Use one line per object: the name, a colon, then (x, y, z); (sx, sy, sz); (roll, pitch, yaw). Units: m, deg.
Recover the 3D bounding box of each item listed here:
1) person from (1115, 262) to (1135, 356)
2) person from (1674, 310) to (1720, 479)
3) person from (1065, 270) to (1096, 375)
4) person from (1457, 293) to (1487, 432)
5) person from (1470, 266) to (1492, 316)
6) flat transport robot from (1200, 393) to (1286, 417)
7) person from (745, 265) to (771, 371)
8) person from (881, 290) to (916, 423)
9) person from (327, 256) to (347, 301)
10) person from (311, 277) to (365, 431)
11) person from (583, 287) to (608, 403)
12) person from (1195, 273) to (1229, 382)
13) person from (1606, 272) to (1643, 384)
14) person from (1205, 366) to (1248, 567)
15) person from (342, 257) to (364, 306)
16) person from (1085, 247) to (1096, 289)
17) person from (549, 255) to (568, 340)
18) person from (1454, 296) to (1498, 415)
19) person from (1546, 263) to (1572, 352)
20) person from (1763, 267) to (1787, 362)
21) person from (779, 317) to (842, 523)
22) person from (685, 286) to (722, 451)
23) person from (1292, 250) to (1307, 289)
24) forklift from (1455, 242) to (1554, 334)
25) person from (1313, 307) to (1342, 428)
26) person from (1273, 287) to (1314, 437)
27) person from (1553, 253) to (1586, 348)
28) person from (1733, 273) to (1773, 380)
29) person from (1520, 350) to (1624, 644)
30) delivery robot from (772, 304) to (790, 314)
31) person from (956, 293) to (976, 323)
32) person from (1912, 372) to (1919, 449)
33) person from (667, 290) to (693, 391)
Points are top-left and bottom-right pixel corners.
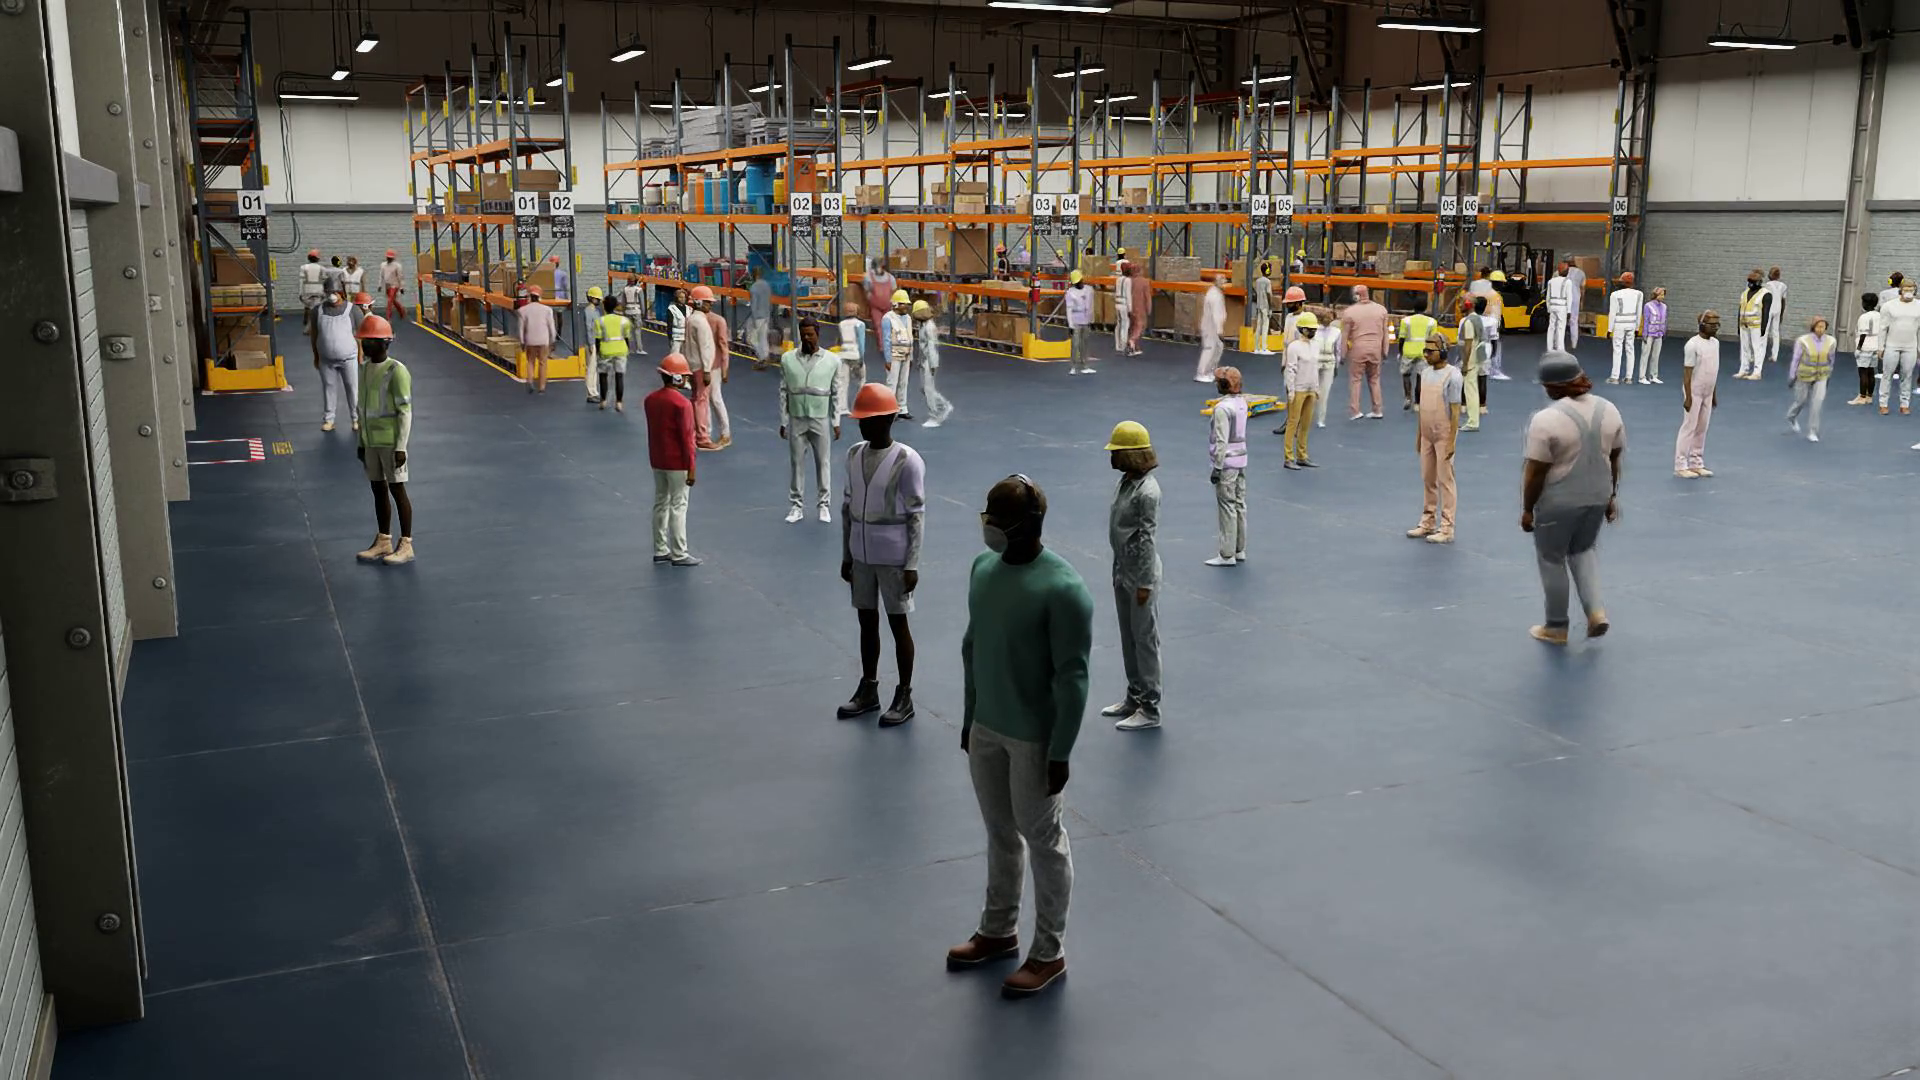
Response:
person: (3.336, -4.684, 33.739); (0.362, 1.883, 0.575); (-4, 12, -18)
person: (8.046, -1.580, 18.096); (0.501, 1.839, 0.341); (-7, 13, -32)
person: (2.206, -3.889, 29.749); (0.768, 1.876, 0.368); (-8, 14, -35)
person: (6.769, -2.352, 22.038); (0.403, 1.832, 0.580); (4, 12, 21)
person: (10.443, -4.603, 33.526); (0.536, 1.817, 0.686); (8, 14, 35)
flat transport robot: (4.081, -1.941, 23.909); (0.652, 0.197, 1.431); (8, 14, 35)
person: (-3.679, -4.030, 30.317); (0.436, 1.926, 0.631); (6, 13, 28)
person: (-0.842, -2.537, 22.982); (0.403, 1.825, 0.593); (8, 14, 34)
person: (-14.884, -5.857, 39.769); (0.510, 1.861, 0.328); (4, 12, 18)
person: (-8.250, -2.463, 22.051); (0.688, 2.000, 0.539); (-2, 11, -9)
person: (-5.568, -2.975, 25.371); (0.322, 1.761, 0.522); (1, 11, 3)
person: (4.300, -3.597, 28.282); (0.603, 1.858, 0.675); (2, 11, 10)
person: (11.218, -3.576, 28.107); (0.576, 1.882, 0.355); (-1, 11, -7)
person: (2.195, -0.601, 13.608); (0.312, 1.639, 0.520); (7, 13, 31)
person: (-14.847, -5.986, 40.597); (0.614, 1.795, 0.564); (-3, 11, -14)
person: (3.697, -7.276, 46.861); (0.396, 1.910, 0.585); (-5, 12, -23)
person: (-9.277, -5.557, 38.085); (0.579, 1.912, 0.750); (-4, 12, -20)
person: (7.417, -2.642, 23.846); (0.605, 1.691, 0.431); (4, 12, 21)
person: (11.994, -4.597, 33.292); (0.362, 1.886, 0.576); (-6, 13, -29)
person: (15.729, -4.365, 32.250); (0.501, 1.838, 0.341); (0, 11, -2)
person: (-1.396, -1.120, 15.533); (0.587, 1.920, 0.390); (1, 11, 3)
person: (-3.145, -2.087, 20.264); (0.391, 1.991, 0.612); (-5, 12, -22)
person: (9.724, -7.393, 47.677); (0.408, 1.824, 0.585); (-1, 11, -5)
forklift: (13.047, -6.049, 39.881); (2.313, 2.155, 1.214); (-5, 12, -23)
person: (4.858, -2.344, 22.499); (0.554, 1.612, 0.613); (0, 11, -2)
person: (4.315, -2.293, 21.463); (0.376, 1.931, 0.542); (-5, 12, -22)
person: (12.996, -5.133, 35.617); (0.688, 2.000, 0.536); (2, 11, 8)
person: (13.758, -3.706, 28.901); (0.429, 1.838, 0.623); (-5, 12, -22)
person: (4.013, -0.292, 11.016); (0.720, 2.000, 0.592); (-4, 12, -18)
delivery robot: (-4.923, -6.466, 45.943); (0.477, 0.478, 0.707); (3, 12, 17)
person: (0.154, -6.543, 43.604); (0.597, 1.704, 0.868); (-2, 11, -9)
person: (11.890, -2.016, 20.114); (0.397, 1.911, 0.588); (-4, 12, -21)
person: (-4.547, -3.258, 27.112); (0.311, 1.638, 0.523); (10, 15, 42)
